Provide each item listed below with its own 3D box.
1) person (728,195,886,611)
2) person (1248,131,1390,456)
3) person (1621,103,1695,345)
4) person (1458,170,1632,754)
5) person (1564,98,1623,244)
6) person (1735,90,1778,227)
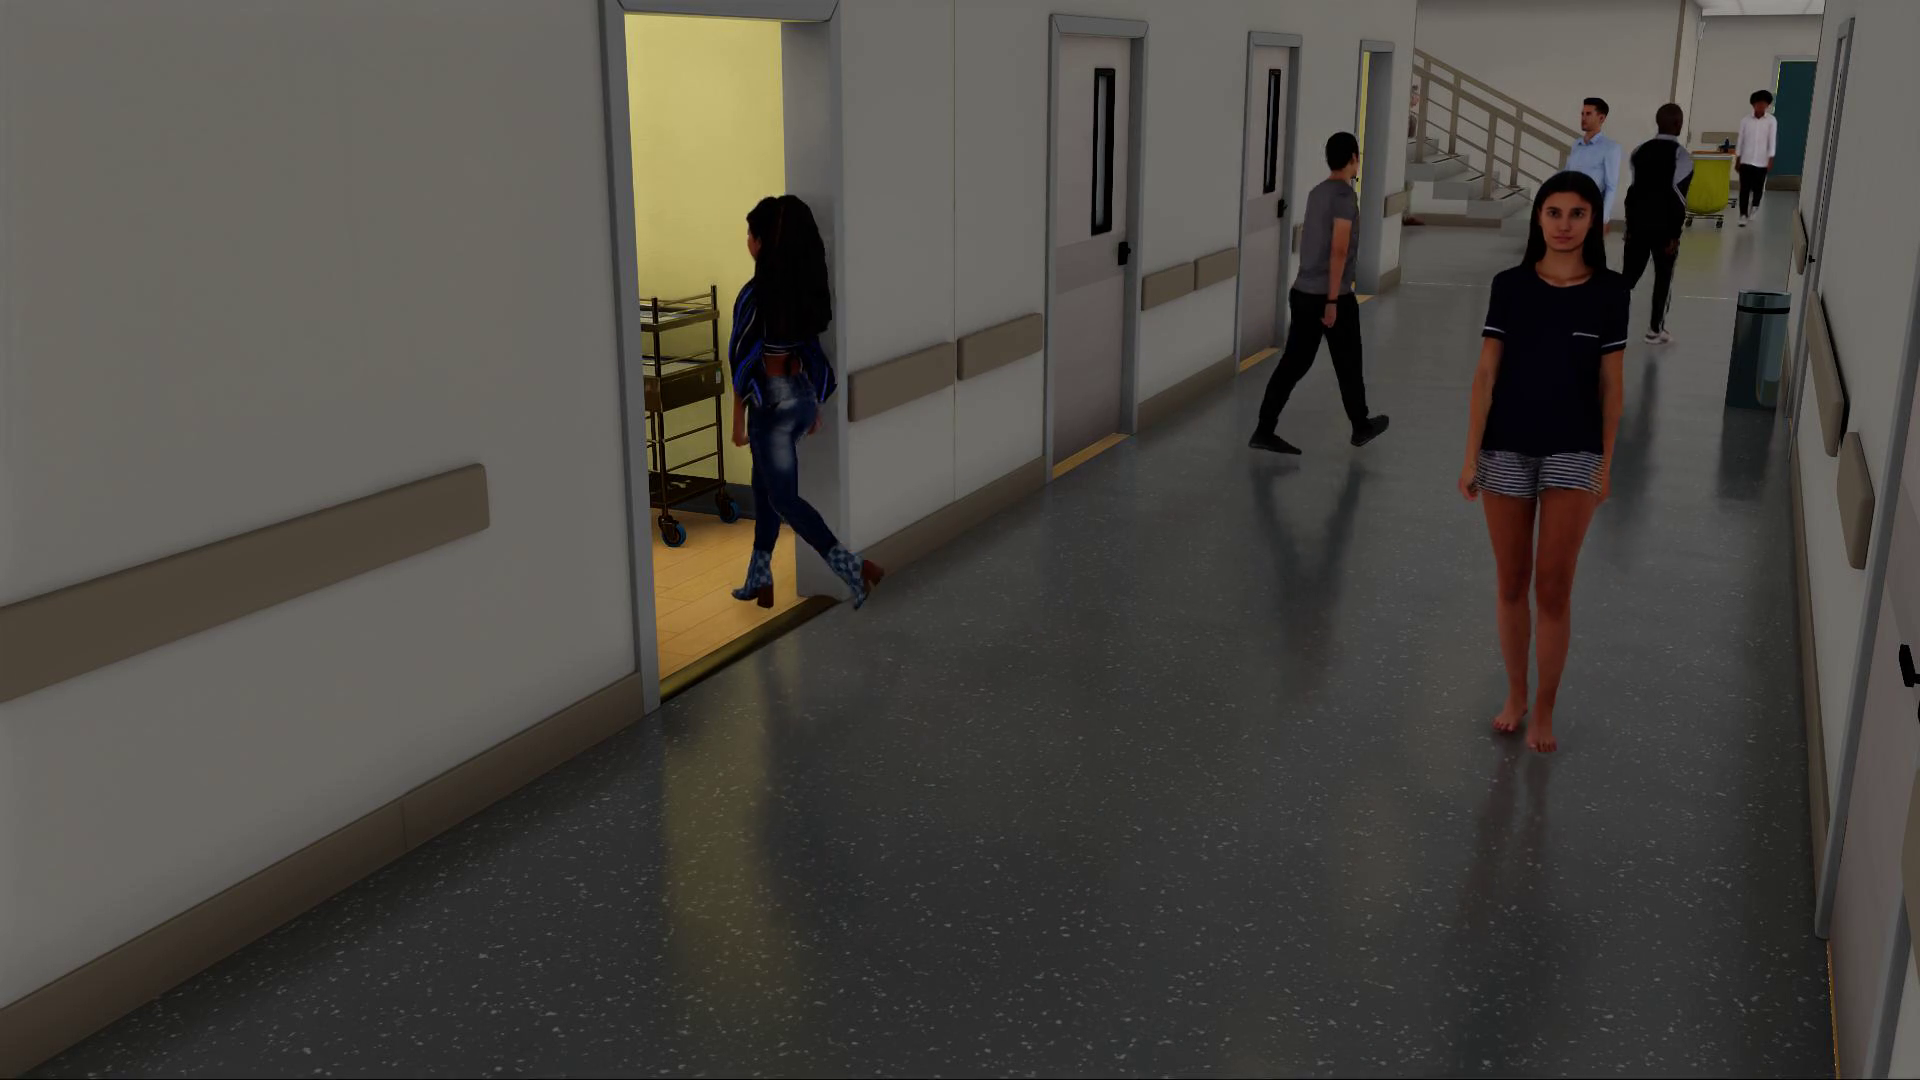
[{"bbox_3d":[-0.615,-0.453,6.196,1.039,1.593,0.725,10,19,32],"label":"person"},{"bbox_3d":[1.876,-1.273,8.890,1.175,1.710,1.106,-4,16,-14],"label":"person"},{"bbox_3d":[5.166,-2.349,12.532,1.040,1.805,1.098,-11,19,-35],"label":"person"},{"bbox_3d":[1.819,-0.250,5.183,0.600,1.753,0.659,9,18,29],"label":"person"},{"bbox_3d":[4.978,-2.579,13.268,0.815,1.847,0.721,-10,19,-31],"label":"person"},{"bbox_3d":[10.750,-5.150,22.496,0.978,1.788,0.709,8,18,26],"label":"person"}]
